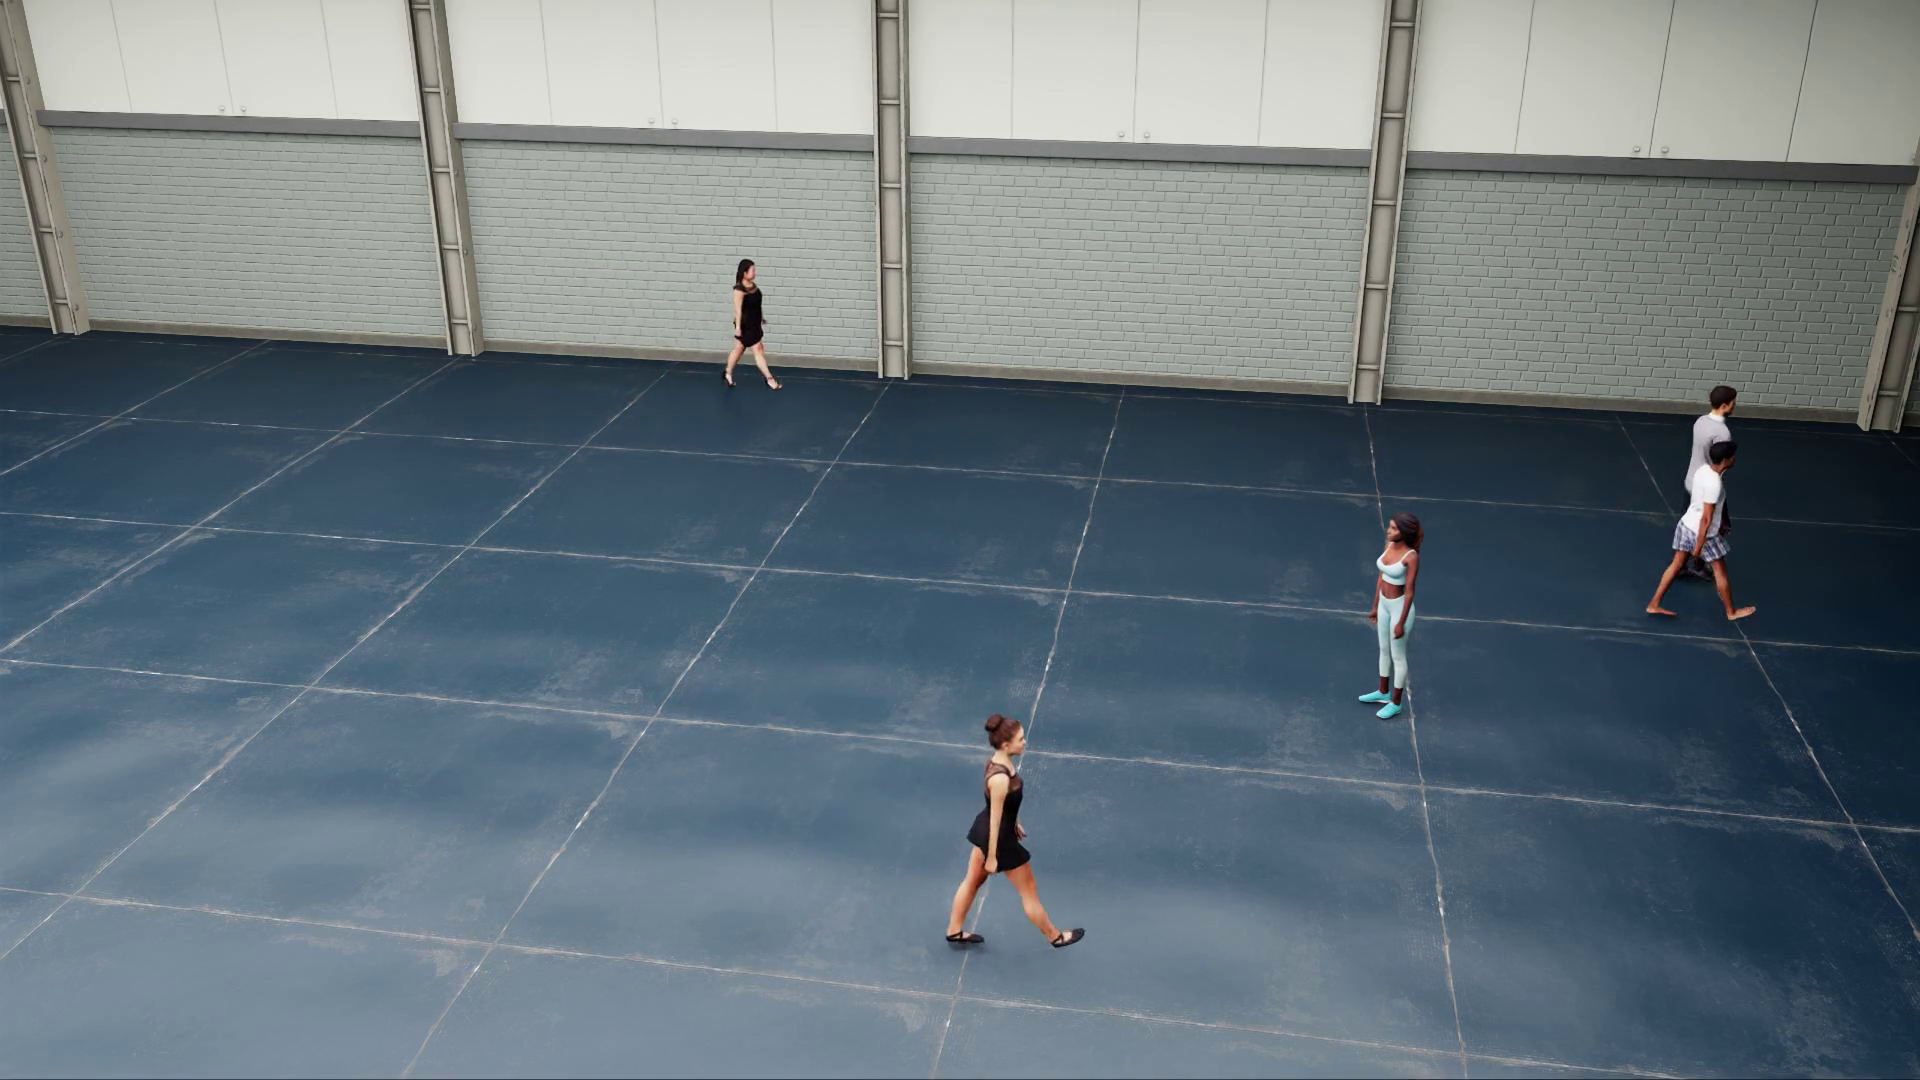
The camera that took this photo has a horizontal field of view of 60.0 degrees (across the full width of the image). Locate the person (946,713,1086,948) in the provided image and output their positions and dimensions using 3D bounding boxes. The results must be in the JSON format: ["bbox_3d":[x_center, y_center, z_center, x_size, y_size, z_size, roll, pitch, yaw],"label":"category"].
[{"bbox_3d":[0.148,1.849,10.273,1.135,1.633,0.734,0,23,0],"label":"person"}]

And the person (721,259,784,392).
[{"bbox_3d":[-2.748,-2.662,20.835,1.050,1.669,0.677,2,23,6],"label":"person"}]

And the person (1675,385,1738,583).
[{"bbox_3d":[6.840,-0.506,15.456,0.754,1.910,0.822,-1,23,-2],"label":"person"}]

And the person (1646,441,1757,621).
[{"bbox_3d":[6.449,-0.060,14.702,1.132,1.680,0.719,2,23,4],"label":"person"}]

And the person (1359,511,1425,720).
[{"bbox_3d":[3.439,0.575,13.153,0.674,1.724,0.651,-8,24,-18],"label":"person"}]
